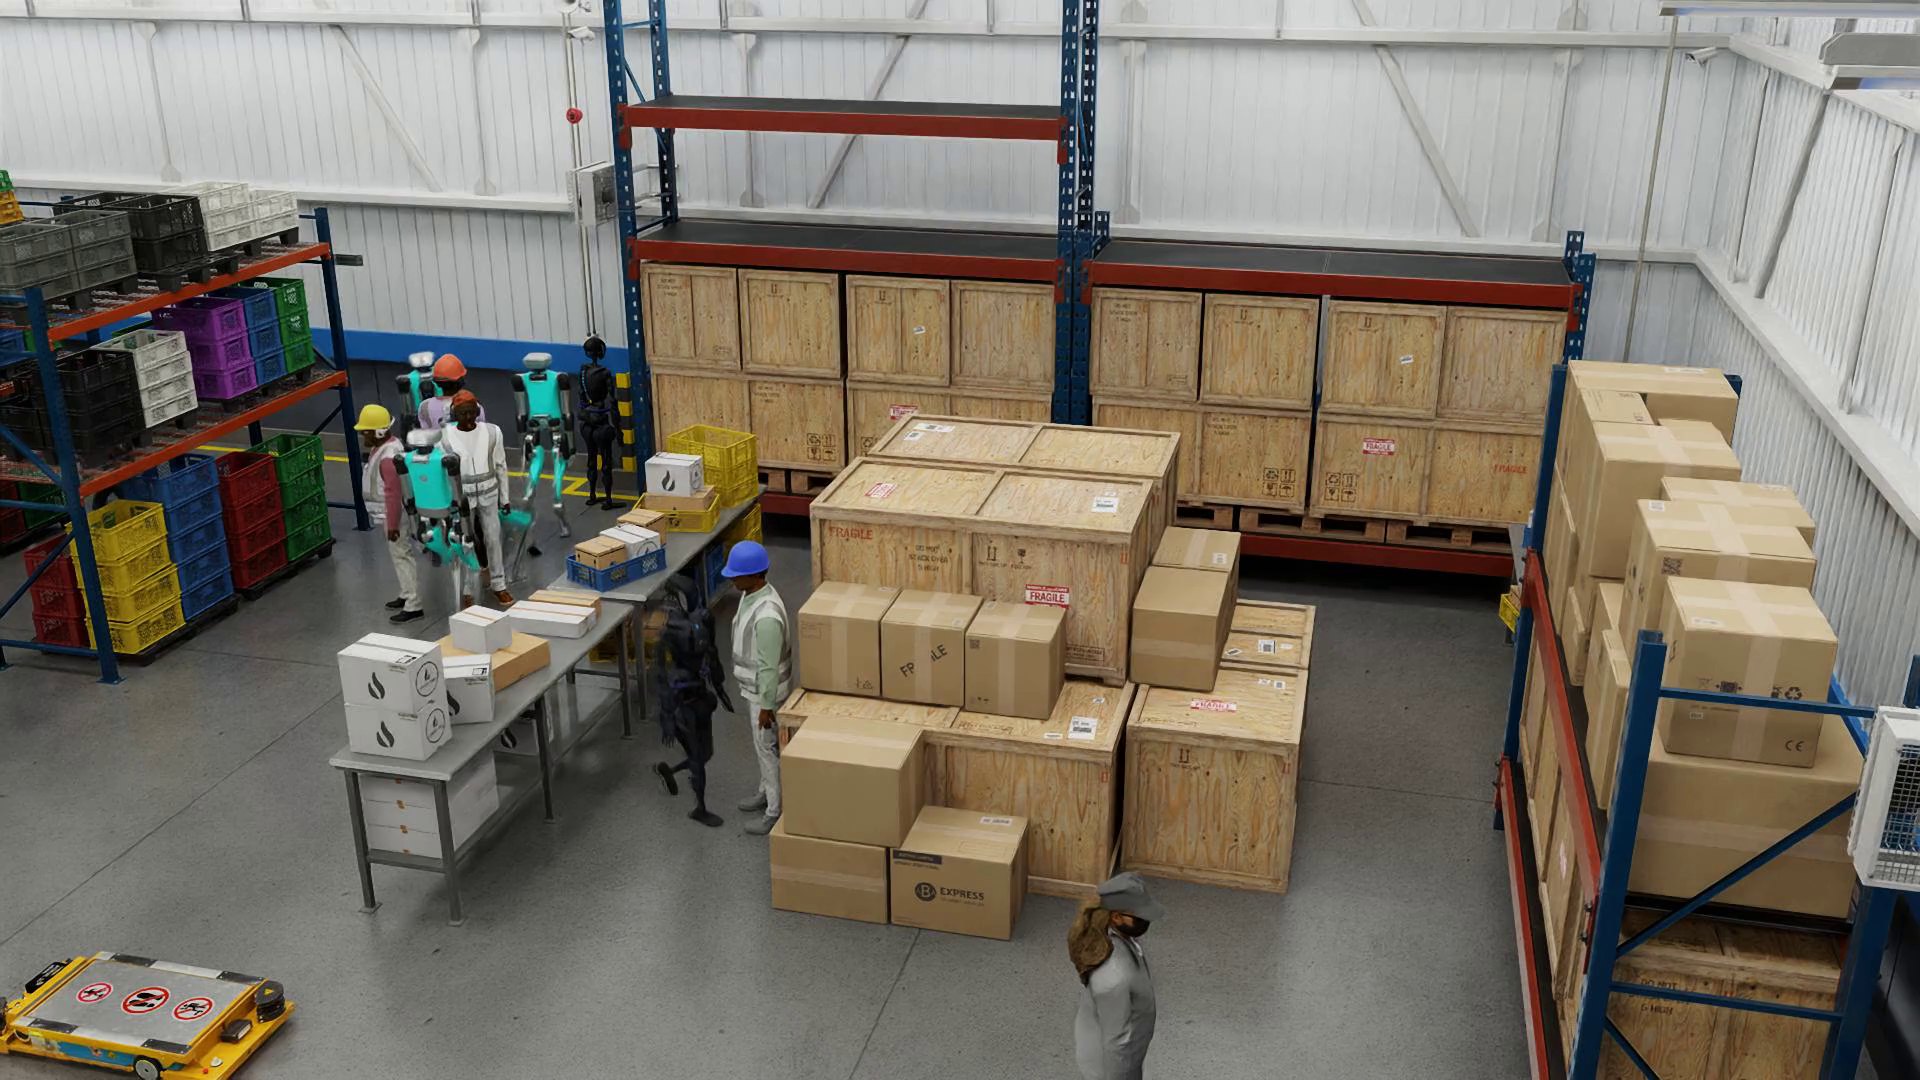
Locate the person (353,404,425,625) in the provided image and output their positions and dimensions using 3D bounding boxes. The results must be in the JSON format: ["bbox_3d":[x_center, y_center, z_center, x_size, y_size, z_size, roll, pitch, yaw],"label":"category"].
[{"bbox_3d":[-4.606,-0.224,13.460,0.404,1.824,0.591,-9,23,-21],"label":"person"}]

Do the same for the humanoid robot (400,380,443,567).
[{"bbox_3d":[-4.589,-0.597,14.634,0.599,1.653,0.456,-10,23,-25],"label":"humanoid robot"}]

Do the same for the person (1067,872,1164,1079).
[{"bbox_3d":[0.648,2.207,7.171,0.396,1.766,0.571,1,21,1],"label":"person"}]

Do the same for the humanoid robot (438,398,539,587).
[{"bbox_3d":[-3.889,-0.387,14.005,0.830,1.756,0.543,-15,26,-34],"label":"humanoid robot"}]

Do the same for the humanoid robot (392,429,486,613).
[{"bbox_3d":[-4.054,-0.074,13.257,0.540,1.815,0.773,3,21,9],"label":"humanoid robot"}]

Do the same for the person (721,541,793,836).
[{"bbox_3d":[-1.242,0.905,10.345,0.413,1.939,0.609,-5,21,-13],"label":"person"}]

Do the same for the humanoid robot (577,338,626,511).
[{"bbox_3d":[-3.480,-1.131,16.011,0.599,1.657,0.315,19,28,40],"label":"humanoid robot"}]

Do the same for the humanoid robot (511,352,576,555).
[{"bbox_3d":[-3.787,-0.721,14.931,0.559,1.787,0.949,1,21,3],"label":"humanoid robot"}]

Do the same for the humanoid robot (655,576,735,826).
[{"bbox_3d":[-1.757,0.985,10.507,0.572,1.636,0.584,12,24,29],"label":"humanoid robot"}]

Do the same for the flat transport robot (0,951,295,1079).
[{"bbox_3d":[-4.270,2.464,8.601,1.431,0.231,0.659,5,22,13],"label":"flat transport robot"}]

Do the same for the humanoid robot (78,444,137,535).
[{"bbox_3d":[-7.516,-0.576,14.643,0.600,1.620,0.789,7,22,17],"label":"humanoid robot"}]

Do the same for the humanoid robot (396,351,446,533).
[{"bbox_3d":[-4.997,-0.973,15.608,0.532,1.783,0.998,-11,23,-26],"label":"humanoid robot"}]

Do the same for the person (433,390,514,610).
[{"bbox_3d":[-3.980,-0.321,13.636,0.572,1.877,0.339,-10,23,-25],"label":"person"}]

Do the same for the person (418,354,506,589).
[{"bbox_3d":[-4.210,-0.573,14.057,0.607,2.048,0.365,4,21,11],"label":"person"}]
